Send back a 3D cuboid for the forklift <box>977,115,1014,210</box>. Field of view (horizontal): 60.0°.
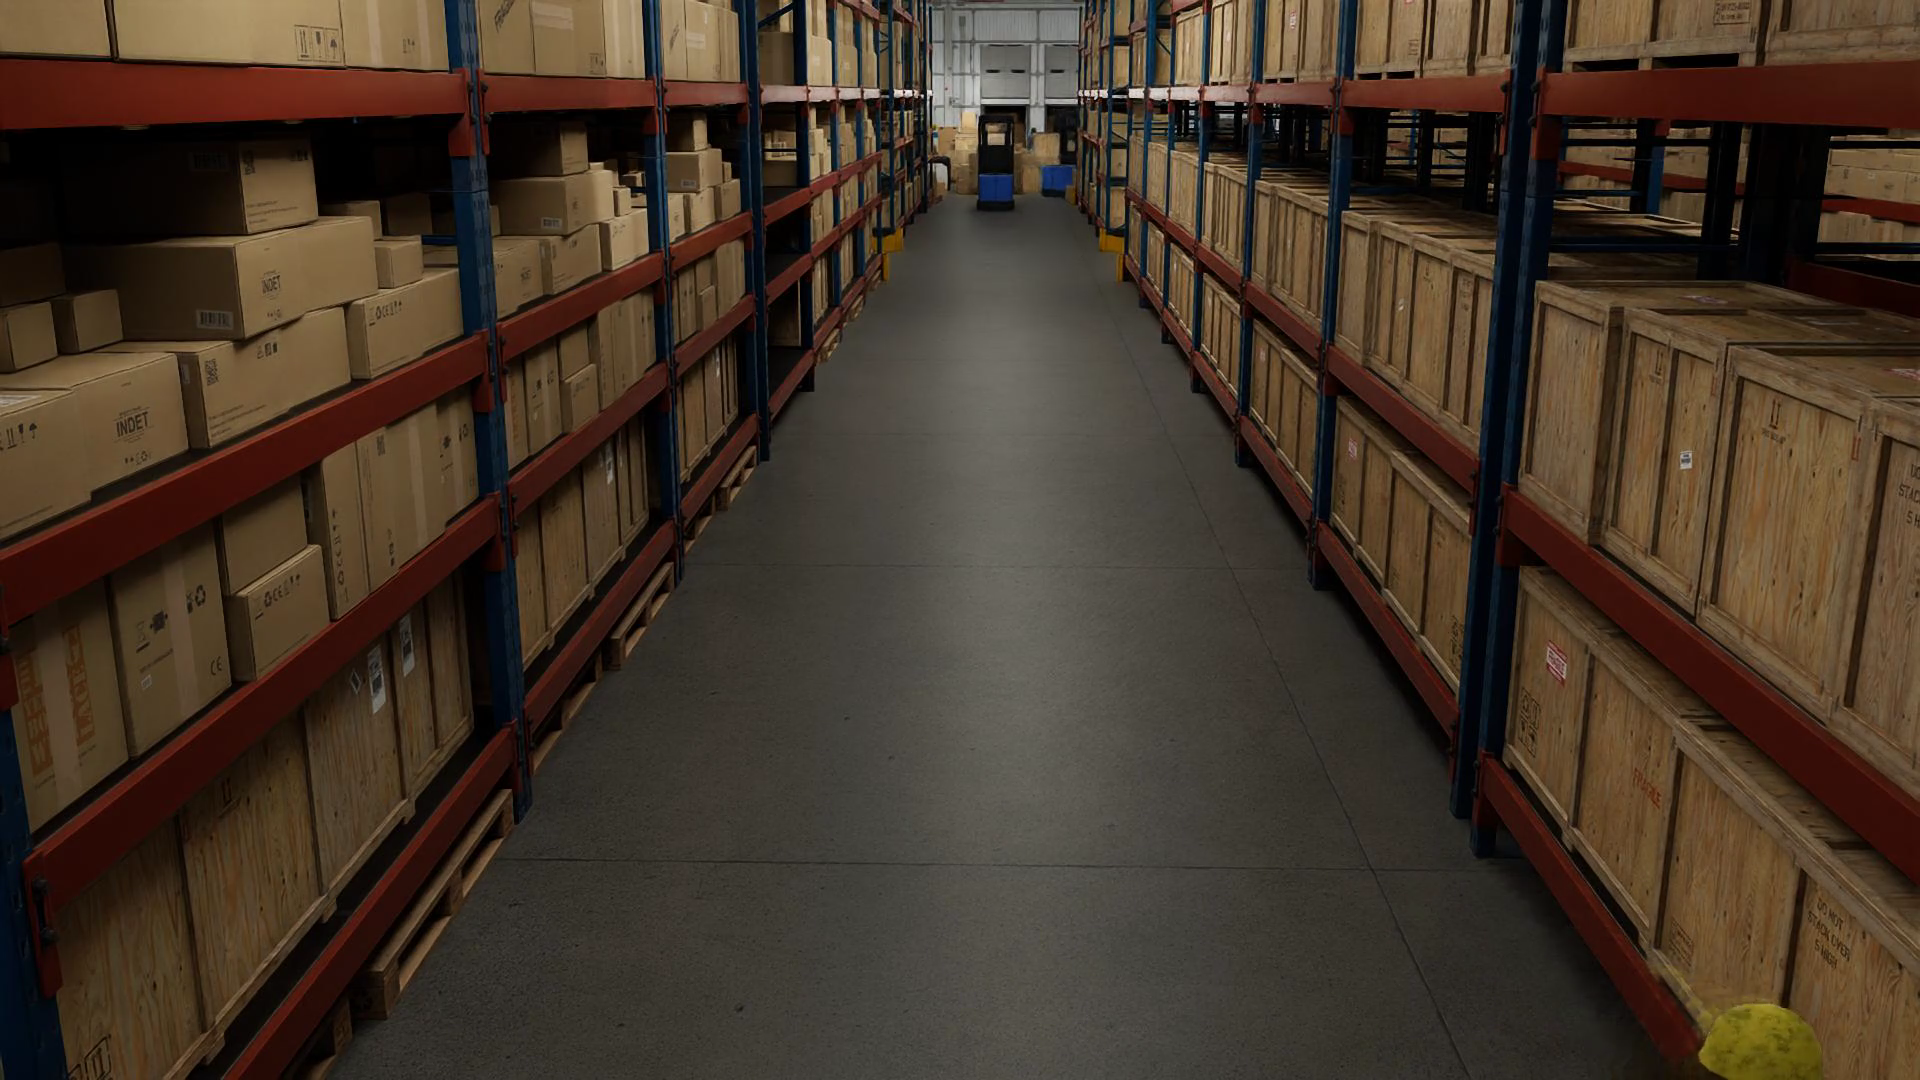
[{"bbox_3d":[1.089,-11.429,50.316,1.129,2.768,1.873,0,15,1],"label":"forklift"}]

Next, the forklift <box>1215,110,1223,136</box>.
[{"bbox_3d":[10.018,-15.531,65.577,1.873,2.768,1.129,0,15,2],"label":"forklift"}]

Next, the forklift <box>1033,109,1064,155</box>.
[{"bbox_3d":[4.110,-16.825,70.392,1.873,2.768,1.129,-3,15,-11],"label":"forklift"}]

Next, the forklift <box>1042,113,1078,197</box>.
[{"bbox_3d":[3.760,-13.004,56.176,1.873,2.768,1.129,-14,20,-42],"label":"forklift"}]

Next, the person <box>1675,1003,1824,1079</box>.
[{"bbox_3d":[1.531,1.738,3.507,0.510,1.721,0.446,-7,16,-23],"label":"person"}]

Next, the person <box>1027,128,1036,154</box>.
[{"bbox_3d":[3.401,-18.041,76.707,0.634,1.936,0.351,-5,16,-19],"label":"person"}]
